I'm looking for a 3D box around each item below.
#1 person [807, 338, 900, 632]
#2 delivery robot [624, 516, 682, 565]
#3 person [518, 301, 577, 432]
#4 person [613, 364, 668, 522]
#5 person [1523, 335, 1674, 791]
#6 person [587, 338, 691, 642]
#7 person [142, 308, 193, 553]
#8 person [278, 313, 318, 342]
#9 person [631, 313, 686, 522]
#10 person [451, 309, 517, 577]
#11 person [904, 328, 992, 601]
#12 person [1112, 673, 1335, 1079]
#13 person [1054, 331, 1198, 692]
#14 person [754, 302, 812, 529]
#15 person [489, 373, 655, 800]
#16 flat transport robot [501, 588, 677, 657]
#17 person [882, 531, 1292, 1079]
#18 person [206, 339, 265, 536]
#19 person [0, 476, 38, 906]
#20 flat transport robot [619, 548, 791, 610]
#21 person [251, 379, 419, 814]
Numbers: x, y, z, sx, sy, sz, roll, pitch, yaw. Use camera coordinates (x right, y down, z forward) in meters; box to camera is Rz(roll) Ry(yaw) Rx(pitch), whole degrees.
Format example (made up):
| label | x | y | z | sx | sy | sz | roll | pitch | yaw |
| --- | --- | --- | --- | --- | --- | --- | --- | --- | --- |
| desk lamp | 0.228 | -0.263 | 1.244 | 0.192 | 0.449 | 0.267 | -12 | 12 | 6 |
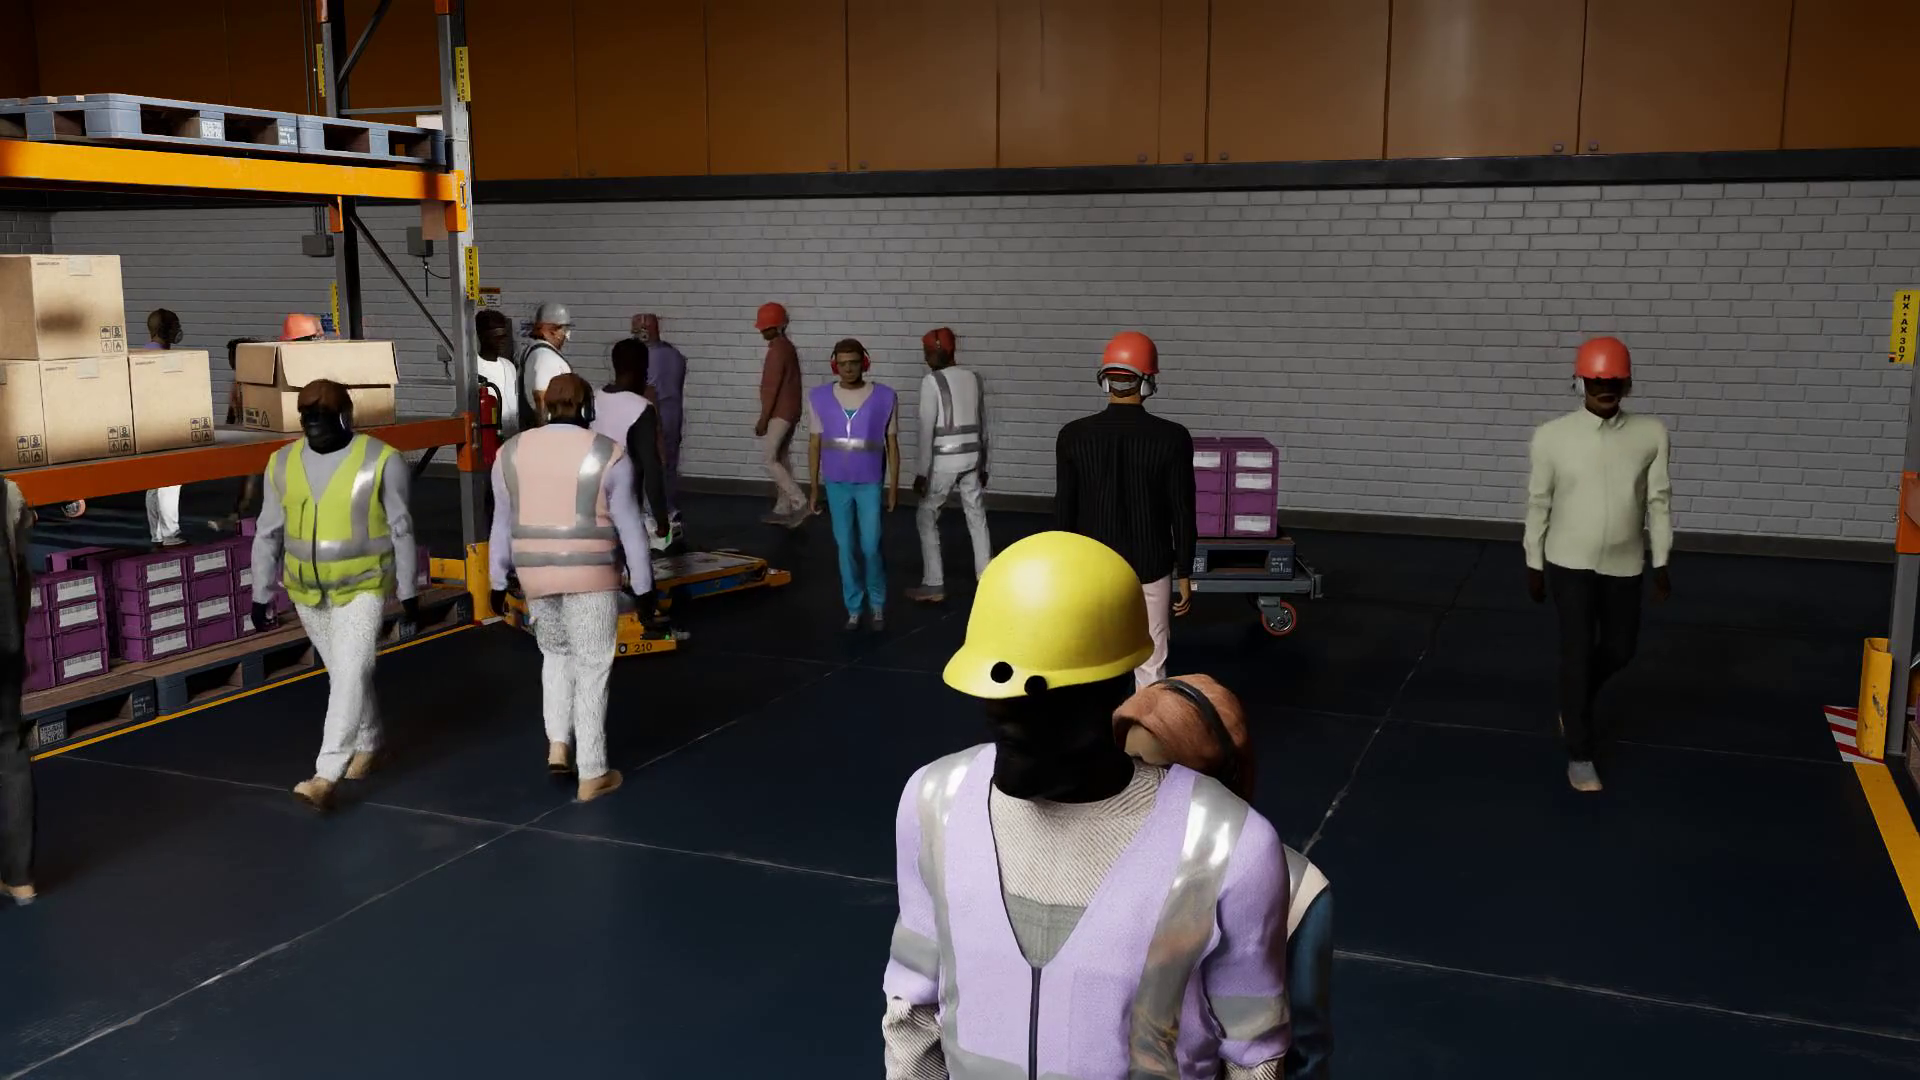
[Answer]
| label | x | y | z | sx | sy | sz | roll | pitch | yaw |
| --- | --- | --- | --- | --- | --- | --- | --- | --- | --- |
| person | -0.663 | -0.326 | 10.270 | 0.560 | 1.823 | 0.518 | 1 | 9 | 6 |
| delivery robot | -2.374 | -0.018 | 11.957 | 0.707 | 0.478 | 0.477 | 1 | 9 | 8 |
| person | -3.092 | -0.878 | 12.963 | 1.035 | 2.000 | 0.693 | -5 | 10 | -26 |
| person | -2.357 | -0.560 | 12.025 | 0.594 | 1.707 | 0.784 | -9 | 13 | -43 |
| person | 2.823 | 0.067 | 7.440 | 0.606 | 1.975 | 0.813 | 1 | 9 | 4 |
| person | -1.991 | -0.227 | 9.586 | 1.032 | 1.864 | 0.606 | -9 | 13 | -44 |
| person | -6.225 | -0.840 | 13.043 | 0.366 | 1.938 | 0.630 | -8 | 12 | -39 |
| person | -4.988 | -0.836 | 13.137 | 0.747 | 1.910 | 0.568 | 1 | 9 | 6 |
| person | -2.487 | -0.927 | 13.744 | 0.480 | 1.885 | 0.690 | 6 | 11 | 34 |
| person | -3.365 | -0.673 | 11.947 | 0.361 | 1.963 | 0.613 | 4 | 10 | 22 |
| person | -0.078 | -0.491 | 11.179 | 0.667 | 1.851 | 0.601 | -9 | 13 | -42 |
| person | 0.347 | 1.012 | 2.725 | 0.512 | 1.639 | 0.311 | 5 | 11 | 29 |
| person | 0.703 | 0.119 | 7.061 | 0.612 | 1.995 | 0.382 | 3 | 10 | 17 |
| person | -1.520 | -1.066 | 14.337 | 0.489 | 1.965 | 0.647 | 0 | 9 | 1 |
| person | -1.676 | 0.196 | 7.155 | 0.738 | 1.809 | 0.482 | 2 | 10 | 12 |
| flat transport robot | -2.283 | 0.477 | 10.100 | 0.652 | 0.197 | 1.431 | -5 | 11 | -30 |
| person | 0.151 | 0.933 | 2.340 | 0.594 | 1.922 | 0.375 | 4 | 10 | 25 |
| person | -6.003 | -0.858 | 13.993 | 0.539 | 1.647 | 0.900 | 9 | 13 | 43 |
| person | -3.431 | 0.418 | 5.753 | 0.354 | 1.832 | 0.551 | 3 | 10 | 18 |
| flat transport robot | -1.888 | 0.264 | 11.390 | 0.652 | 0.197 | 1.431 | 7 | 12 | 38 |
| person | -2.678 | 0.224 | 7.029 | 0.657 | 1.787 | 0.973 | 1 | 9 | 7 |
